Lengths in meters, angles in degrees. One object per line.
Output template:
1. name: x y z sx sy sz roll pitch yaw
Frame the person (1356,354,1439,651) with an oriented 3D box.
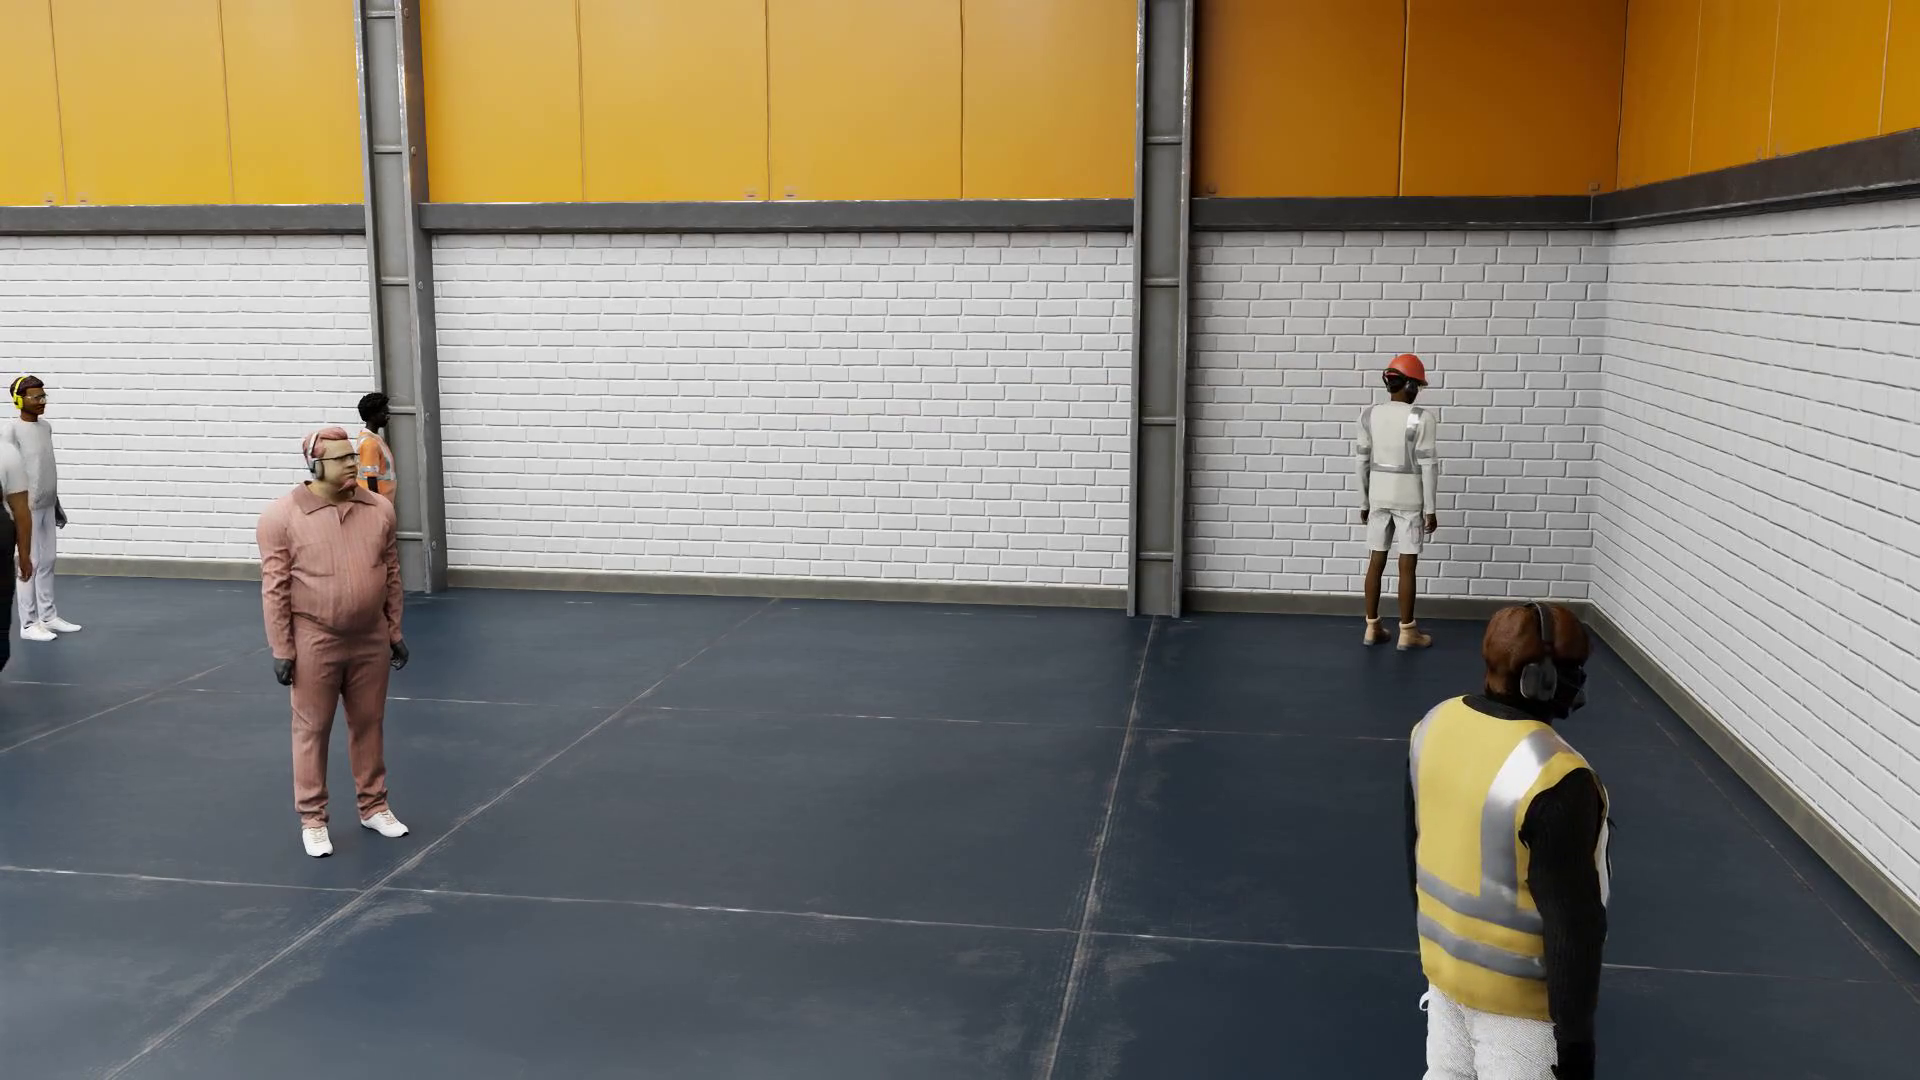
1. person: 3.027 -0.260 11.476 0.605 2.033 0.392 9 13 44

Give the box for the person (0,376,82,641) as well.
1. person: -6.532 -0.230 11.791 0.315 1.870 0.532 1 9 3

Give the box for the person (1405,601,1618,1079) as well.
1. person: 1.317 1.052 3.982 0.429 1.839 0.633 -3 10 -17

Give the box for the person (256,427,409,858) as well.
1. person: -2.791 0.446 7.497 0.408 1.913 0.643 9 13 43

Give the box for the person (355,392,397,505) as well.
1. person: -4.434 -0.275 12.622 0.319 1.691 0.535 -3 10 -18

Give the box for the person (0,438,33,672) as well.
1. person: -5.821 0.017 9.742 0.681 2.000 0.925 -6 11 -32
